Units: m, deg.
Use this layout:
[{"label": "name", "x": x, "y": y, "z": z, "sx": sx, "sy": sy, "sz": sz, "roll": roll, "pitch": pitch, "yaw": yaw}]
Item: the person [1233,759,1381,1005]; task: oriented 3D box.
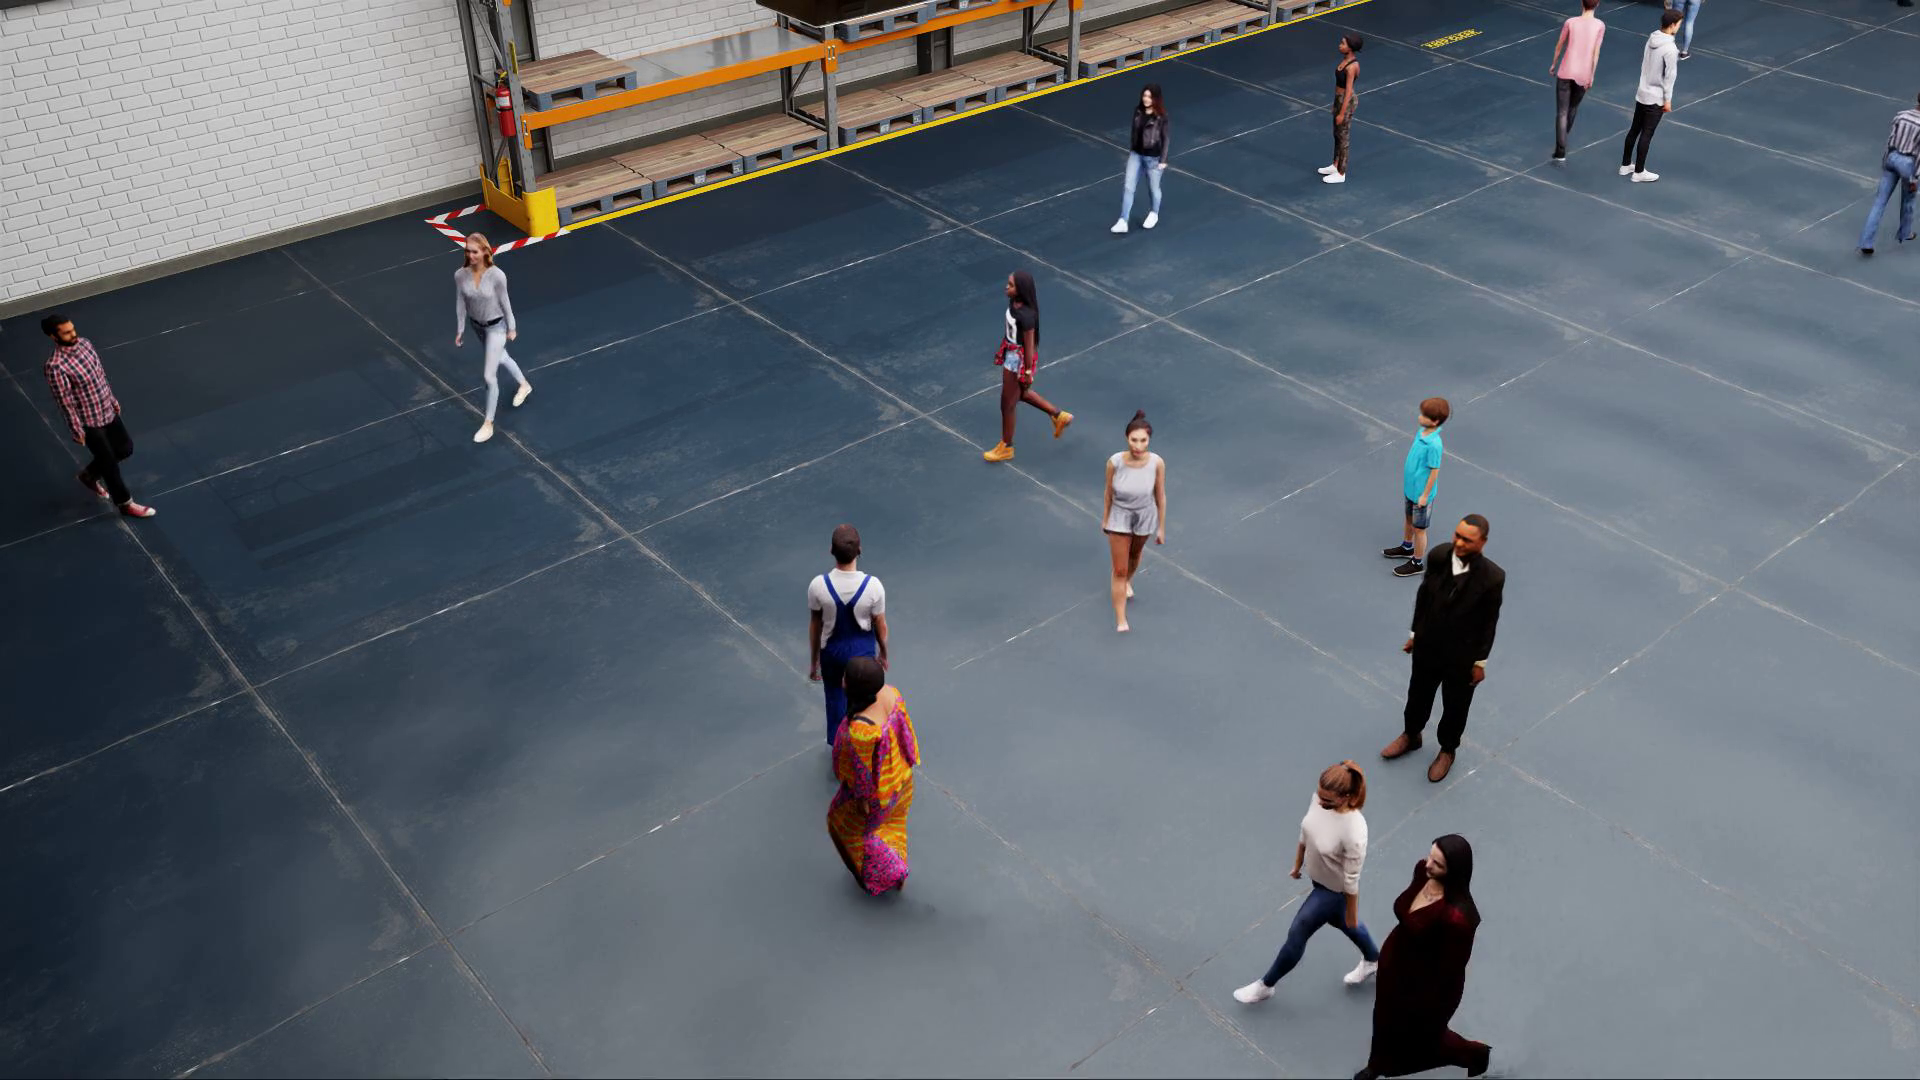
[{"label": "person", "x": 2.046, "y": 1.803, "z": 8.817, "sx": 1.215, "sy": 1.687, "sz": 0.993, "roll": -6, "pitch": 34, "yaw": -9}]

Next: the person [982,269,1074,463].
[{"label": "person", "x": 0.580, "y": -1.443, "z": 13.685, "sx": 1.111, "sy": 1.703, "sz": 0.920, "roll": -6, "pitch": 34, "yaw": -9}]

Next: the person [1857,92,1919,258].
[{"label": "person", "x": 9.607, "y": -3.743, "z": 17.094, "sx": 1.110, "sy": 1.761, "sz": 0.760, "roll": -19, "pitch": 38, "yaw": -26}]

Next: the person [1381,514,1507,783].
[{"label": "person", "x": 3.059, "y": 0.641, "z": 10.369, "sx": 0.630, "sy": 1.904, "sz": 0.704, "roll": -29, "pitch": 43, "yaw": -36}]

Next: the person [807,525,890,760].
[{"label": "person", "x": -0.697, "y": 0.775, "z": 10.227, "sx": 0.765, "sy": 1.839, "sz": 0.832, "roll": 1, "pitch": 34, "yaw": 1}]

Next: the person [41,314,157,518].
[{"label": "person", "x": -6.793, "y": -0.973, "z": 12.934, "sx": 1.043, "sy": 1.753, "sz": 0.982, "roll": 3, "pitch": 34, "yaw": 4}]

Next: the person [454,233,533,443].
[{"label": "person", "x": -3.975, "y": -1.804, "z": 14.198, "sx": 1.049, "sy": 1.738, "sz": 1.290, "roll": 10, "pitch": 35, "yaw": 15}]

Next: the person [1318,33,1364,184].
[{"label": "person", "x": 4.371, "y": -4.933, "z": 18.939, "sx": 0.712, "sy": 1.701, "sz": 0.662, "roll": 0, "pitch": 34, "yaw": 1}]

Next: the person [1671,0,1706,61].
[{"label": "person", "x": 9.958, "y": -7.447, "z": 22.729, "sx": 0.690, "sy": 1.692, "sz": 0.666, "roll": 17, "pitch": 37, "yaw": 24}]

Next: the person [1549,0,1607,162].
[{"label": "person", "x": 7.153, "y": -5.358, "z": 19.395, "sx": 1.134, "sy": 1.903, "sz": 1.331, "roll": 8, "pitch": 35, "yaw": 12}]

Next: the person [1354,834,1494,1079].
[{"label": "person", "x": 2.387, "y": 2.128, "z": 8.278, "sx": 1.031, "sy": 1.744, "sz": 0.898, "roll": -7, "pitch": 34, "yaw": -10}]

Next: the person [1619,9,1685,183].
[{"label": "person", "x": 7.875, "y": -5.069, "z": 18.935, "sx": 0.751, "sy": 1.931, "sz": 0.768, "roll": -9, "pitch": 35, "yaw": -13}]

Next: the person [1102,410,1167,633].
[{"label": "person", "x": 1.233, "y": -0.193, "z": 11.926, "sx": 1.033, "sy": 1.570, "sz": 1.039, "roll": 0, "pitch": 34, "yaw": 0}]

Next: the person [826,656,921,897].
[{"label": "person", "x": -0.445, "y": 1.352, "z": 9.514, "sx": 0.865, "sy": 1.667, "sz": 0.807, "roll": 14, "pitch": 36, "yaw": 19}]

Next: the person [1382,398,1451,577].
[{"label": "person", "x": 3.433, "y": -0.416, "z": 12.371, "sx": 0.627, "sy": 1.449, "sz": 0.597, "roll": -3, "pitch": 34, "yaw": -5}]

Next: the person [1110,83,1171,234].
[{"label": "person", "x": 2.041, "y": -4.091, "z": 17.757, "sx": 0.819, "sy": 1.608, "sz": 1.042, "roll": 22, "pitch": 40, "yaw": 30}]
